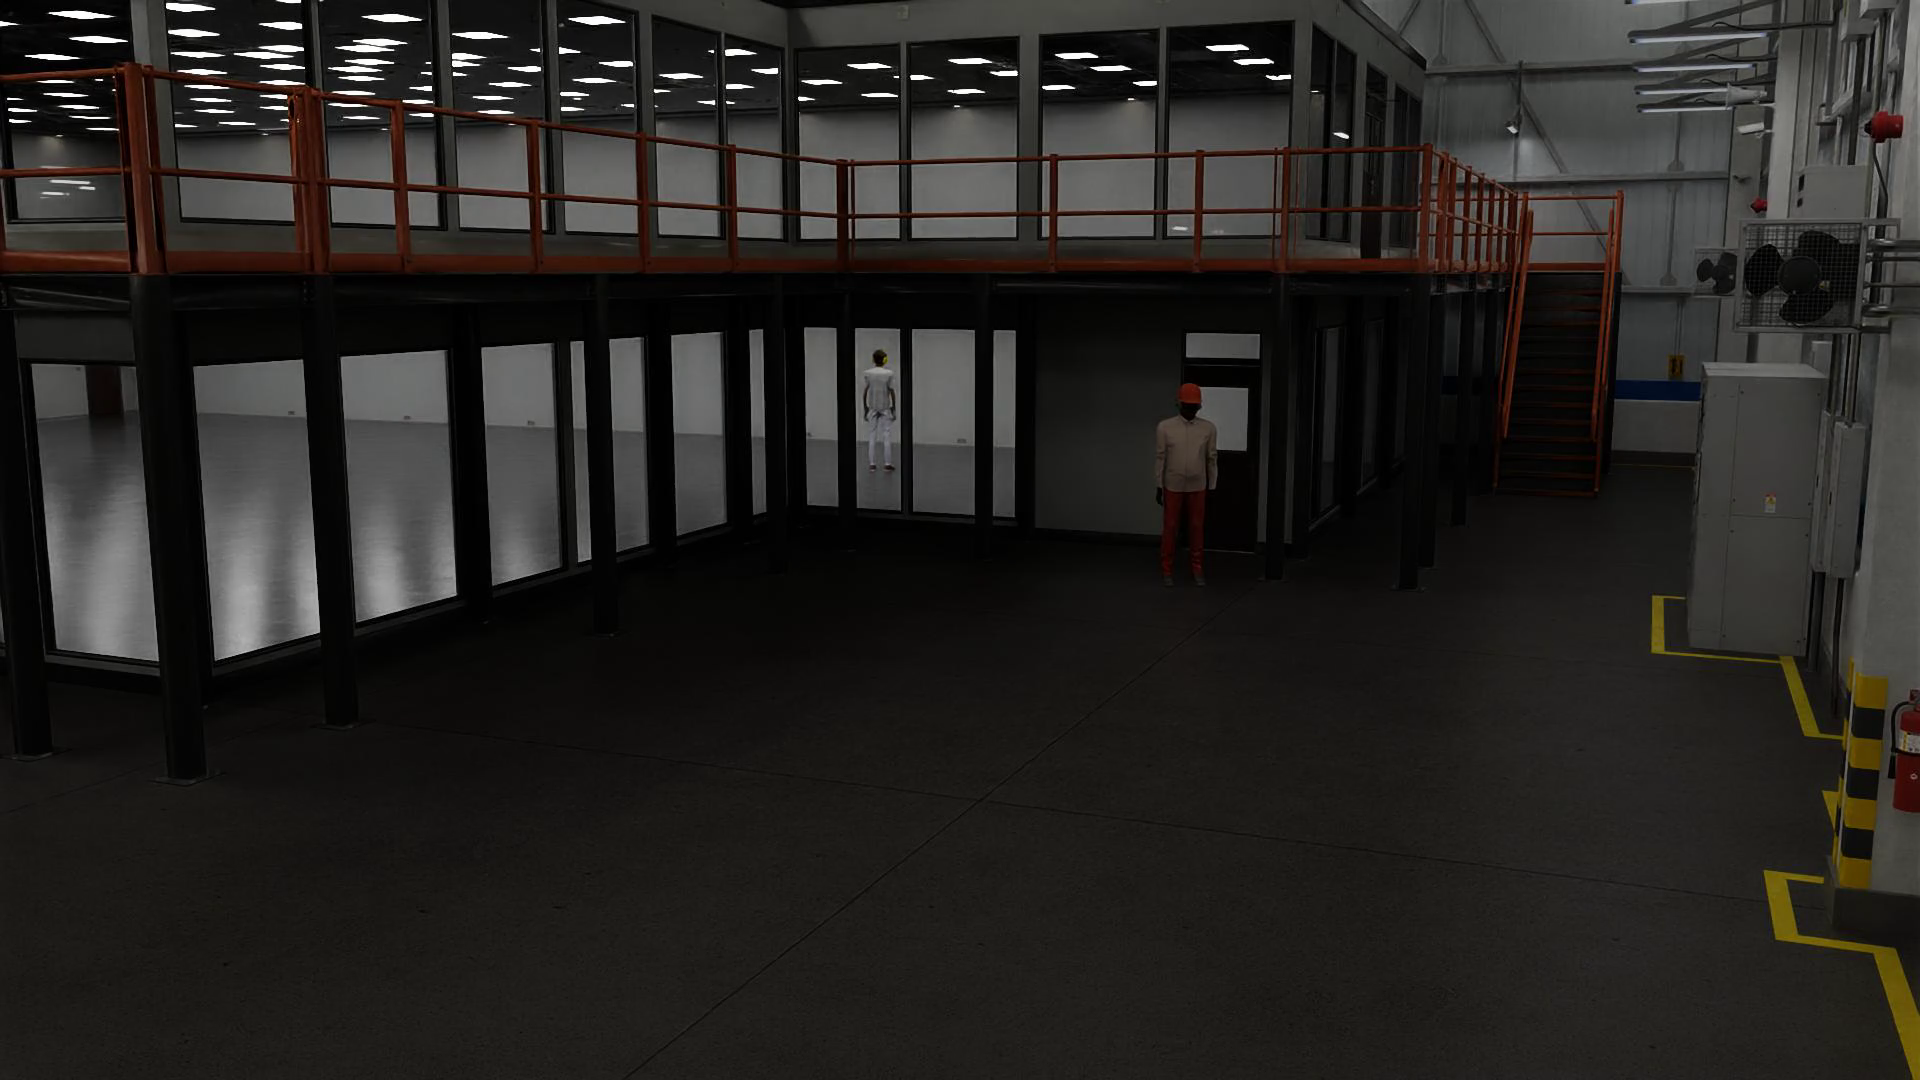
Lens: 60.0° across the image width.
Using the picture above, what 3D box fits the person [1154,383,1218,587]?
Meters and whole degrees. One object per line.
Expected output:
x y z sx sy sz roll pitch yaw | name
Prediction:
2.186 -0.524 16.070 0.614 1.988 0.399 0 9 -2 | person
